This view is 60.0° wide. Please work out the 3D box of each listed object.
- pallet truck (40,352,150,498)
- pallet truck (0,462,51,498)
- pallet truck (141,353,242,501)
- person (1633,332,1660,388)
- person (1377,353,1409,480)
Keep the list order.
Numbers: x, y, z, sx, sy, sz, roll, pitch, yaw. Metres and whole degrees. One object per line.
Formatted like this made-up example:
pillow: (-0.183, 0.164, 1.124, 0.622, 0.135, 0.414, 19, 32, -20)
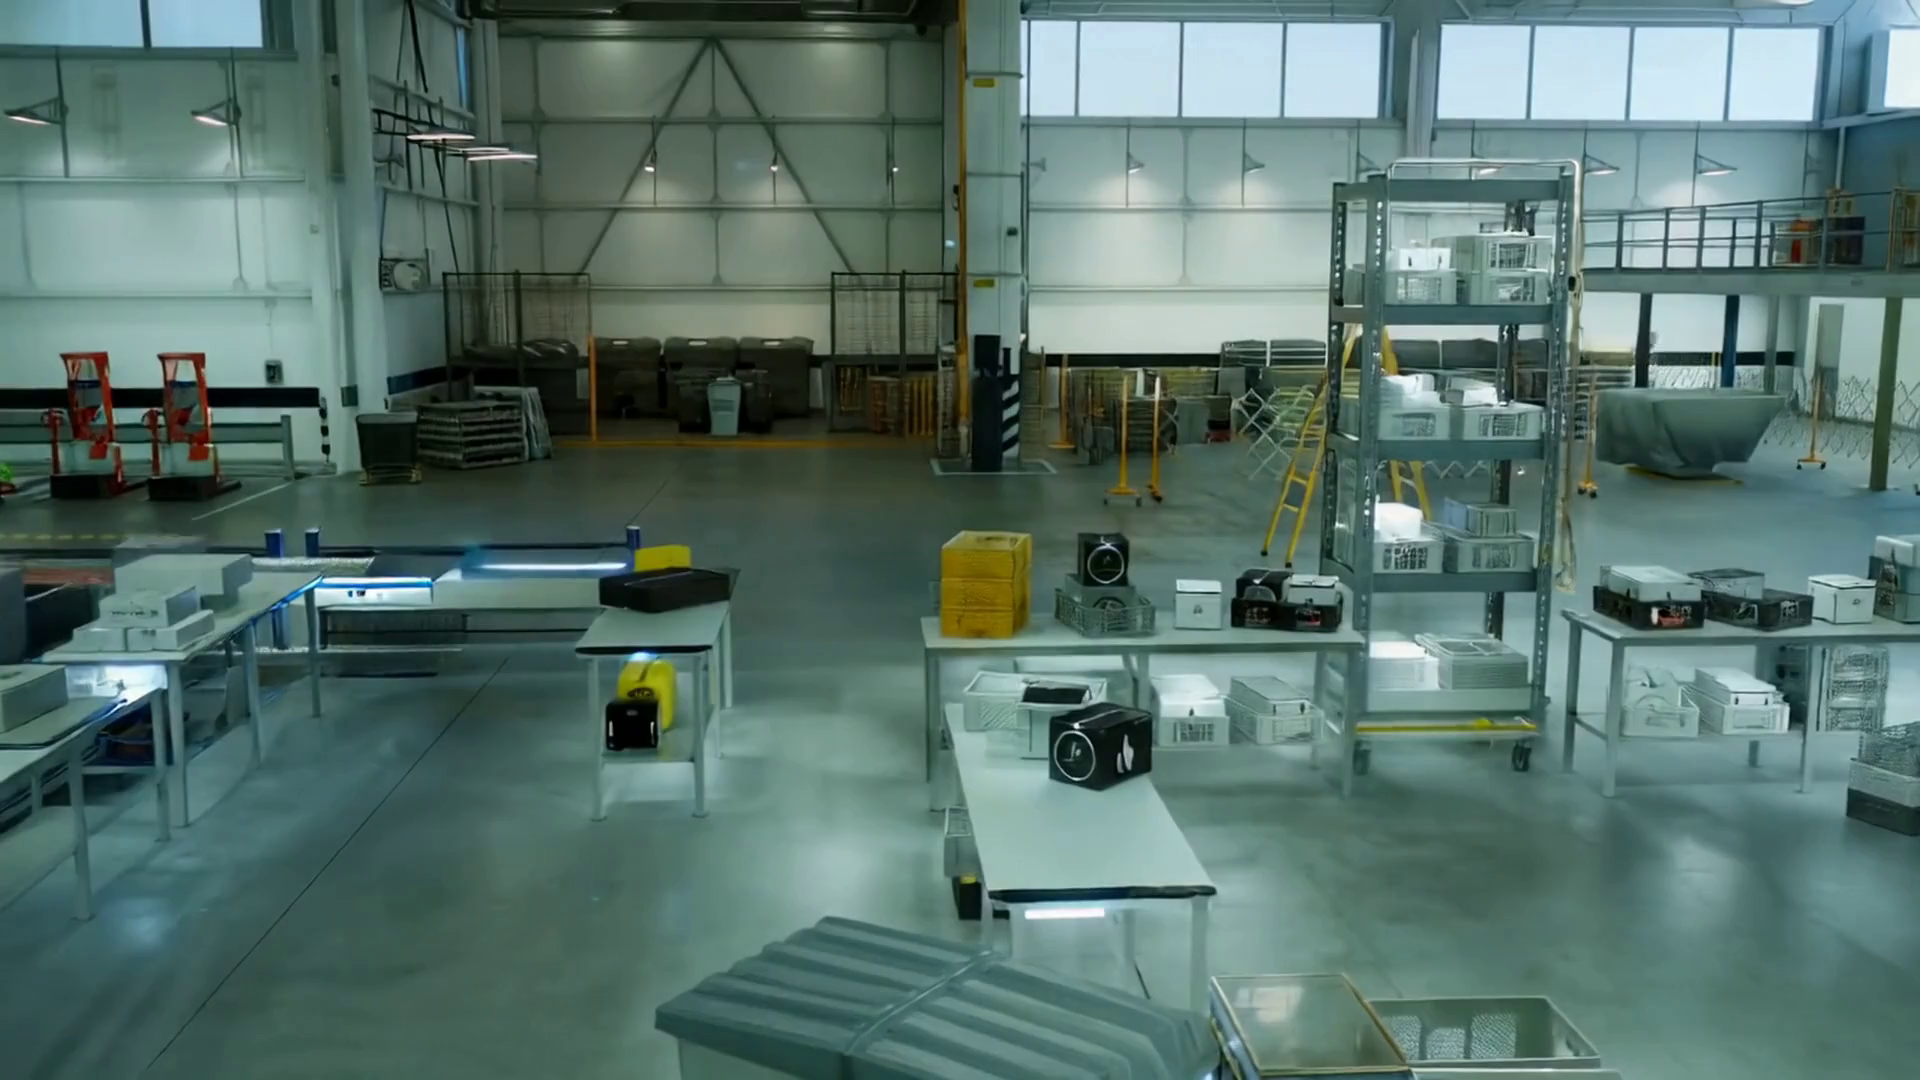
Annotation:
pallet truck: (-11.907, -1.642, 23.165, 0.823, 1.965, 1.885, 0, 9, 0)
pallet truck: (-13.193, -1.293, 23.148, 0.653, 1.274, 1.630, -1, 9, -4)
pallet truck: (-10.520, -1.604, 22.925, 0.823, 1.965, 1.885, -1, 9, -6)
person: (13.899, -3.246, 33.548, 0.610, 1.885, 0.902, -5, 10, -29)
person: (6.405, -1.815, 24.606, 0.574, 1.883, 0.355, -1, 9, -3)
